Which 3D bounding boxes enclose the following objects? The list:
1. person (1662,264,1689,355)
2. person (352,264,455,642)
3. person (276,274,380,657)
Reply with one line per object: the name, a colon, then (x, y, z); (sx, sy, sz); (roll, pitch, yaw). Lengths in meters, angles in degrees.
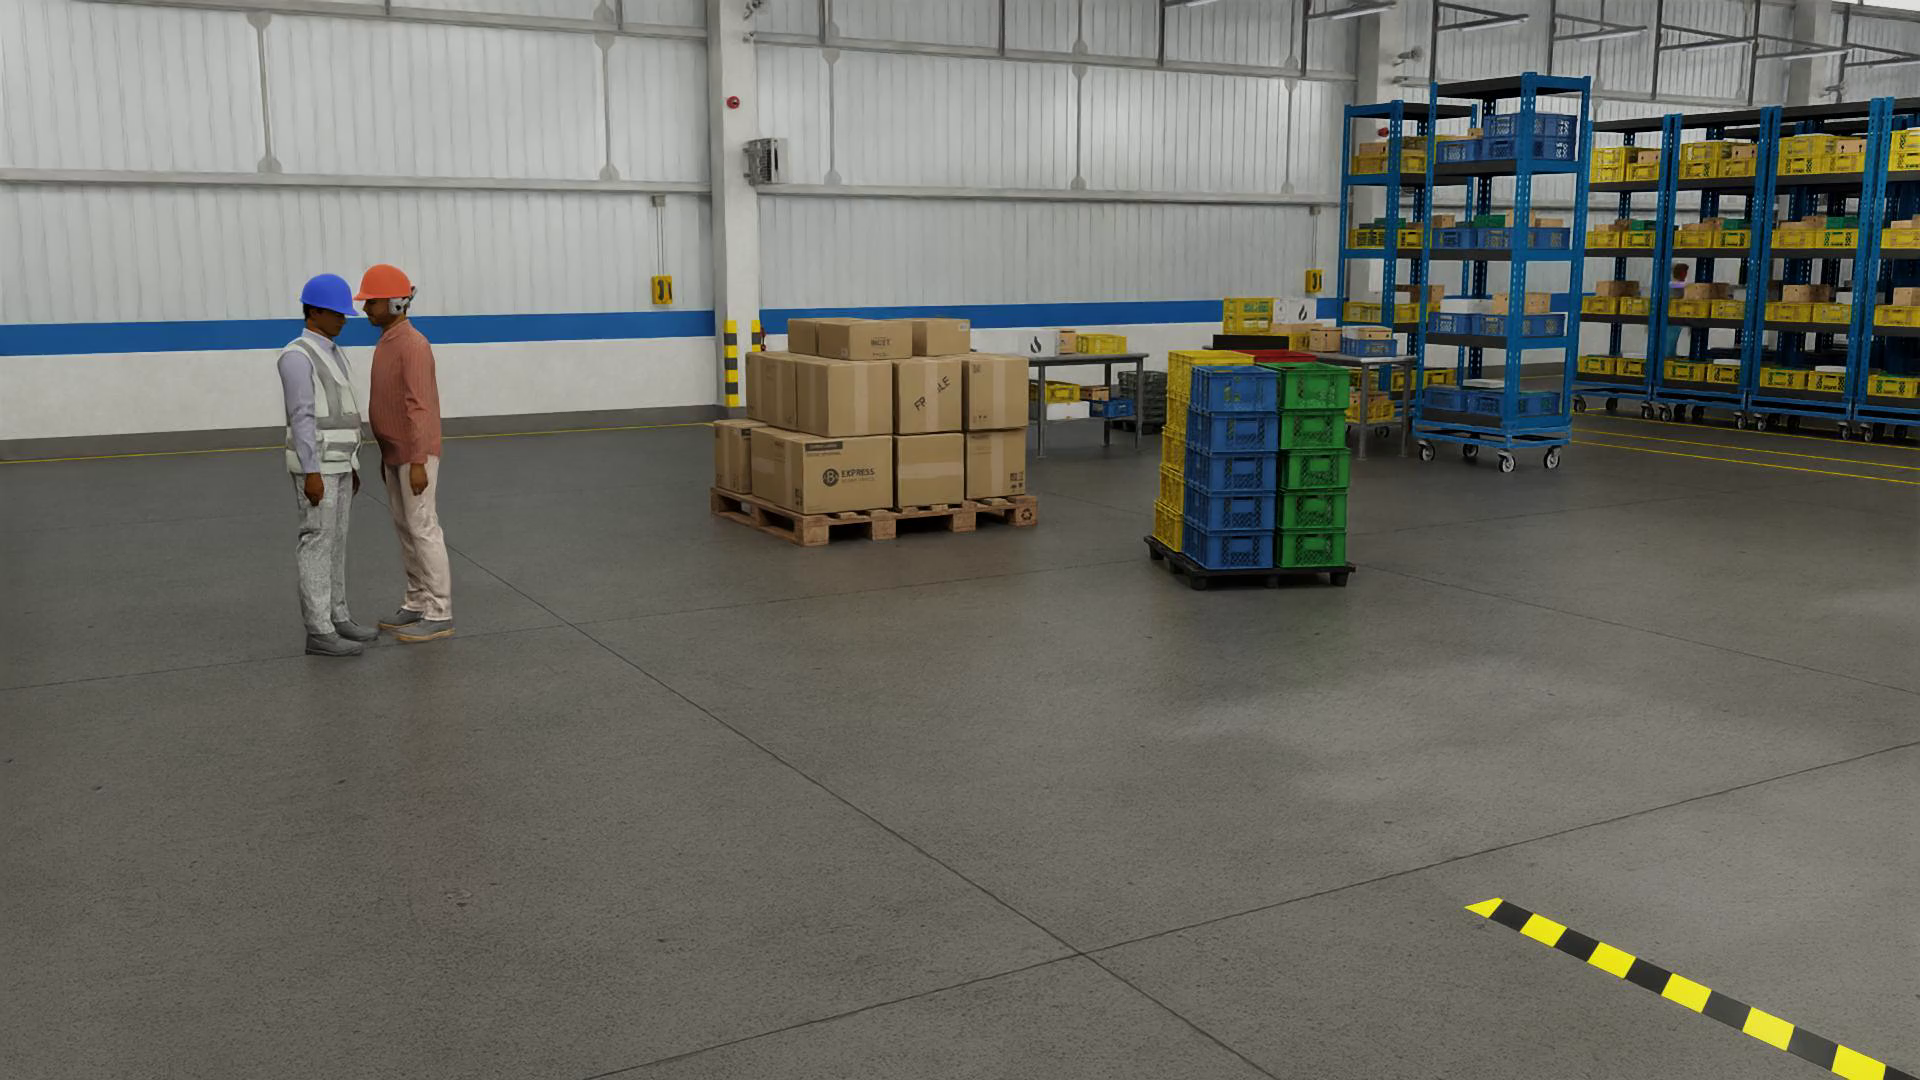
person: (10.823, -3.243, 25.056); (0.889, 1.804, 0.591); (-5, 11, -24)
person: (-2.962, -0.459, 8.822); (0.414, 1.985, 0.611); (-7, 12, -36)
person: (-3.234, -0.383, 8.512); (0.402, 1.937, 0.604); (0, 10, -2)
